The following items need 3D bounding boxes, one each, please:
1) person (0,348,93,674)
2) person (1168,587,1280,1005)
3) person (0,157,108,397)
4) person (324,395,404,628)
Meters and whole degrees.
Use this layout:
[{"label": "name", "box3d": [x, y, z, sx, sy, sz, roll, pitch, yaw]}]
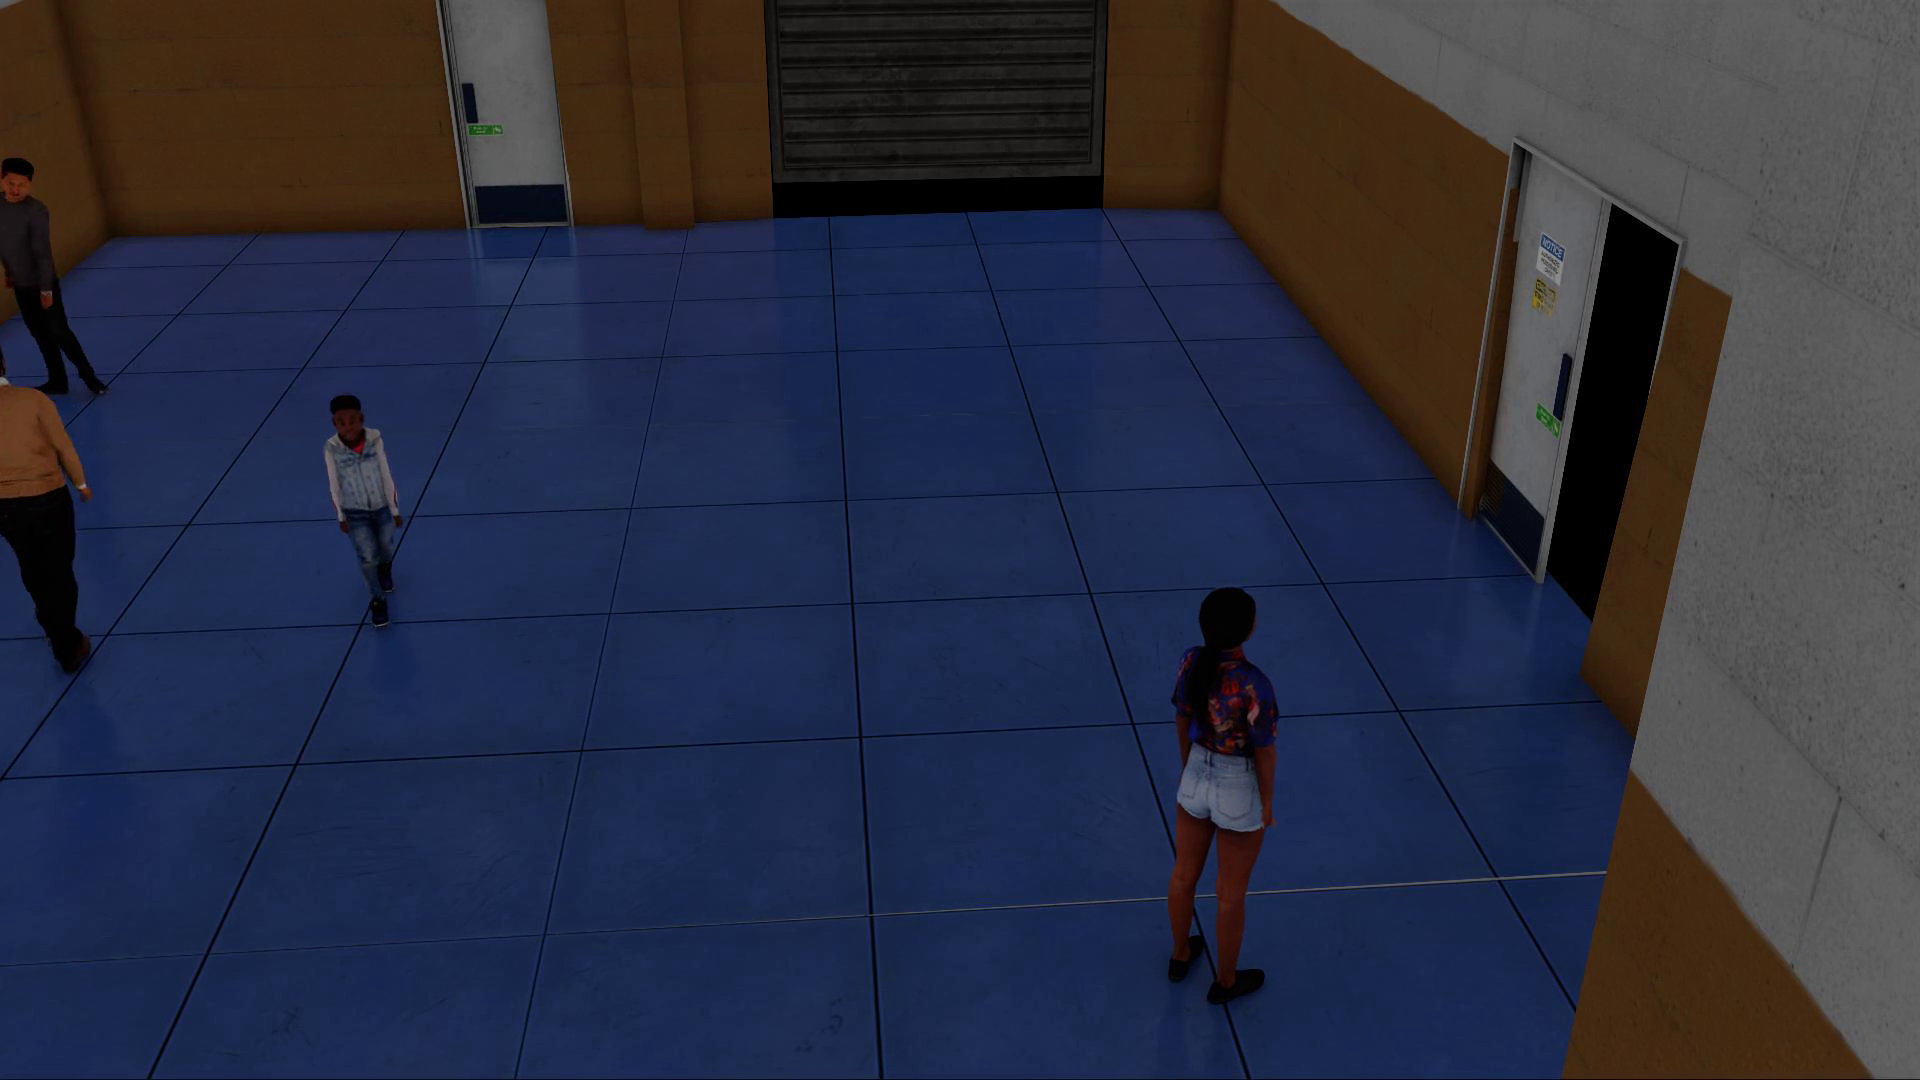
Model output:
[{"label": "person", "box3d": [-4.655, -0.136, 8.274, 0.857, 1.728, 0.791, -5, 27, -9]}, {"label": "person", "box3d": [0.959, 0.940, 6.145, 0.663, 1.741, 0.710, 24, 35, 38]}, {"label": "person", "box3d": [-6.449, -1.817, 11.577, 0.763, 1.746, 0.879, -6, 27, -11]}, {"label": "person", "box3d": [-3.199, -0.221, 8.979, 0.868, 1.249, 0.741, -13, 30, -24]}]
